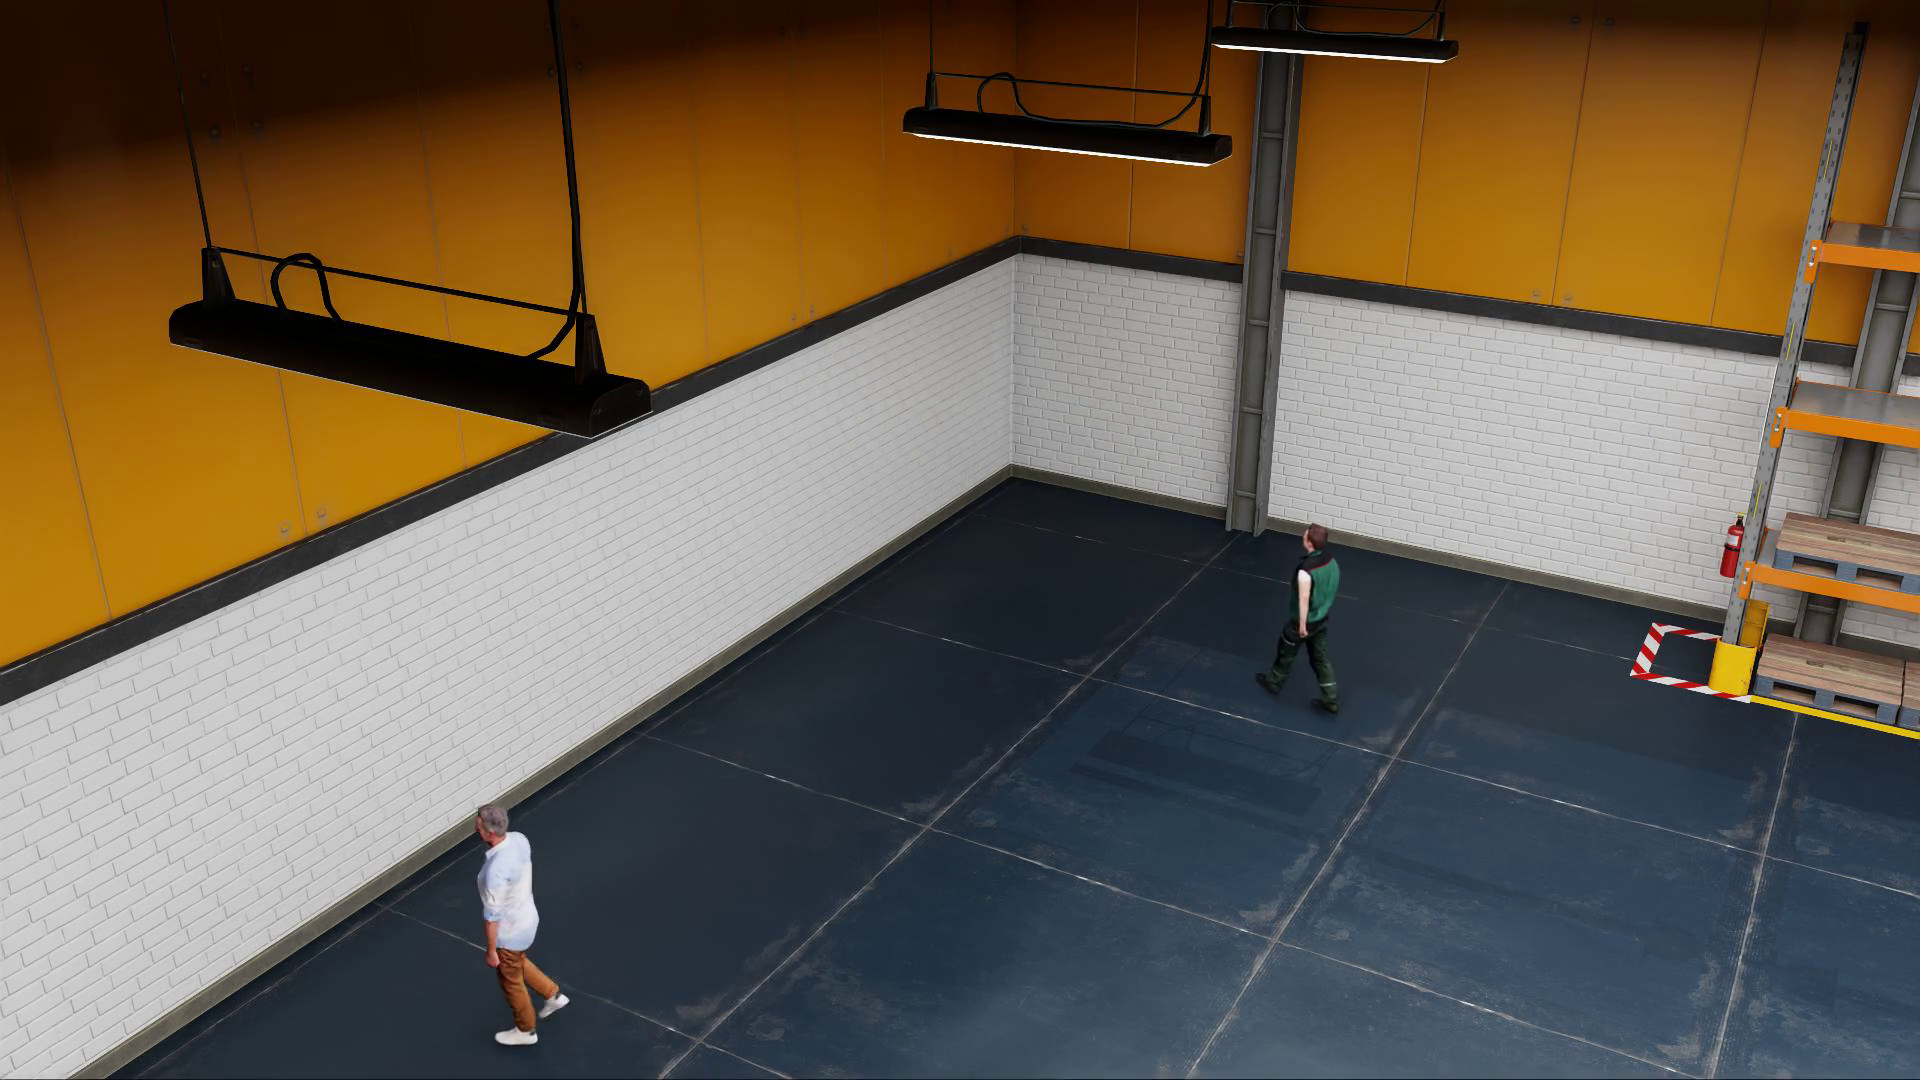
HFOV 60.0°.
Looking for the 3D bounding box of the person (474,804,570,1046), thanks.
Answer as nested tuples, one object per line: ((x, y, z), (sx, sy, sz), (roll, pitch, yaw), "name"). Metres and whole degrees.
((-2.875, 2.546, 10.969), (0.887, 1.812, 0.843), (0, 24, 0), "person")

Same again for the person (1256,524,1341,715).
((3.236, 0.744, 15.107), (0.916, 1.800, 1.223), (-19, 30, -37), "person")
